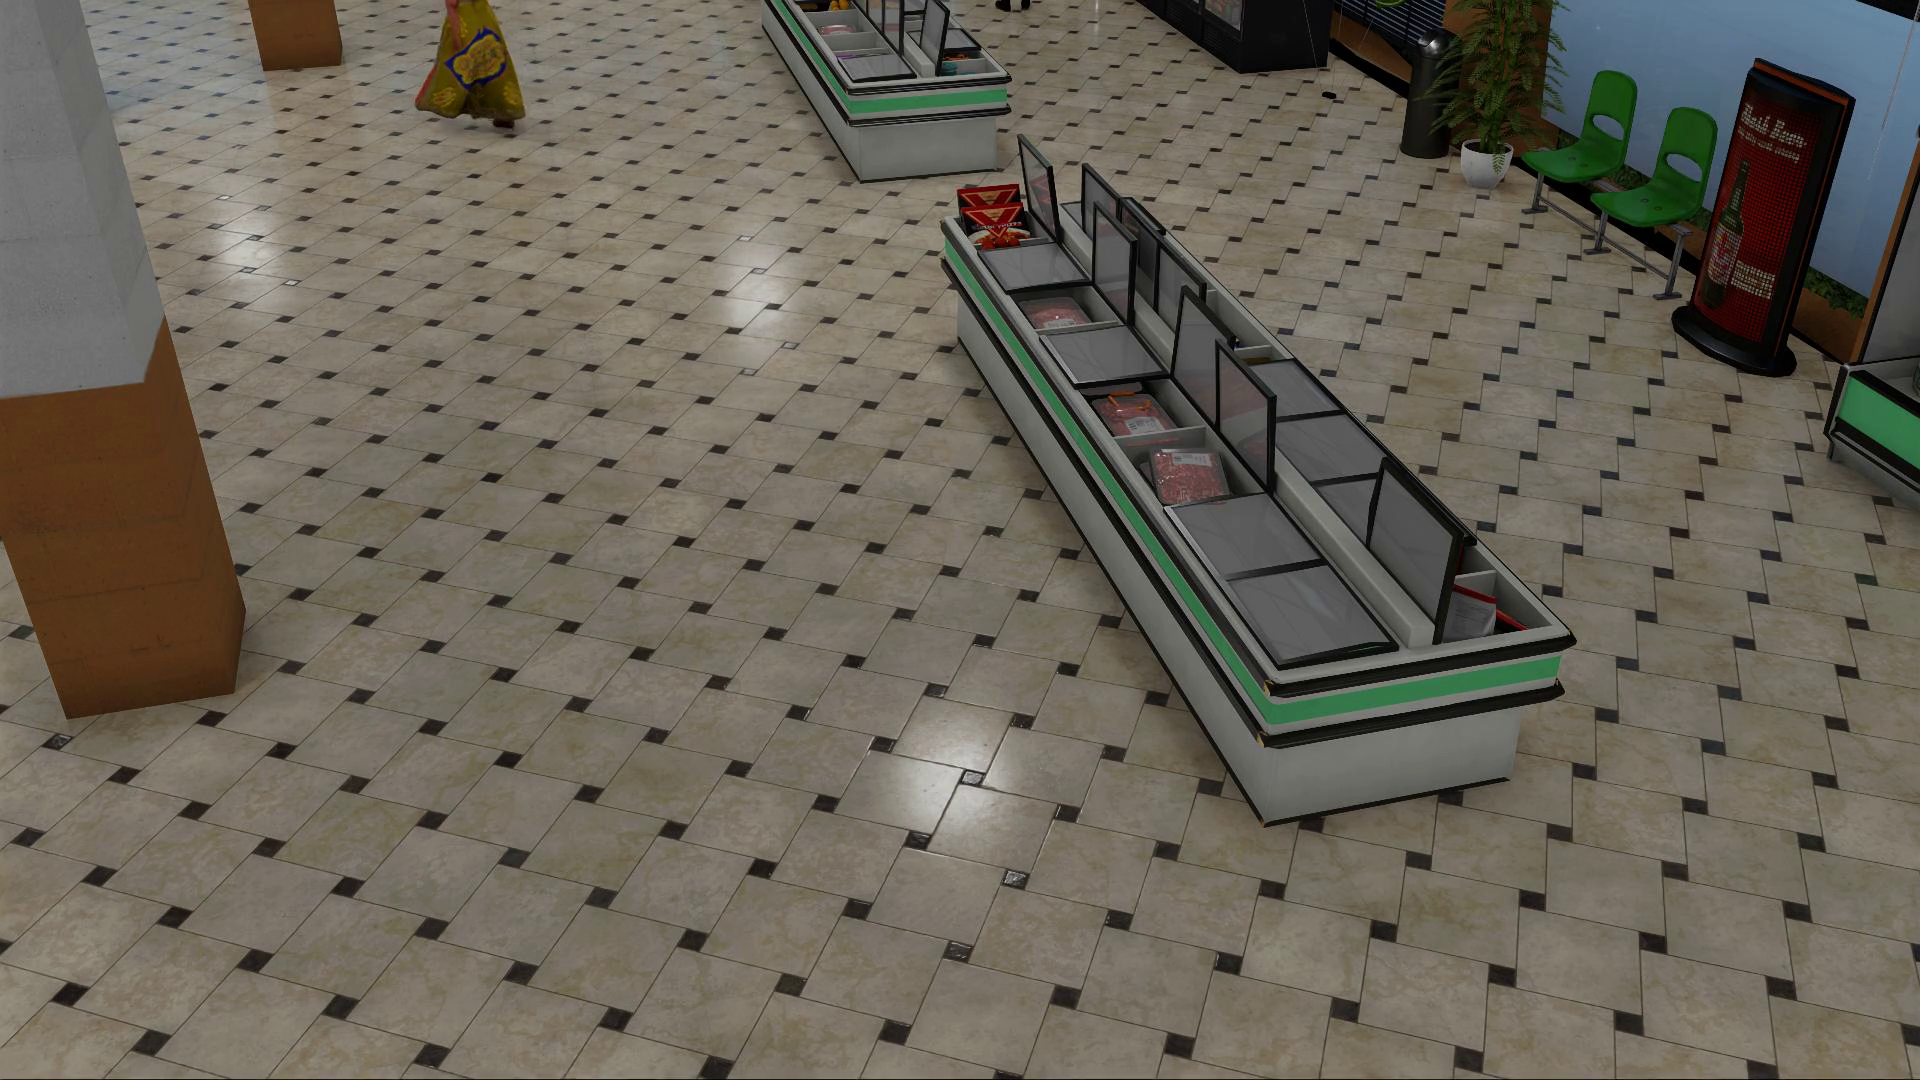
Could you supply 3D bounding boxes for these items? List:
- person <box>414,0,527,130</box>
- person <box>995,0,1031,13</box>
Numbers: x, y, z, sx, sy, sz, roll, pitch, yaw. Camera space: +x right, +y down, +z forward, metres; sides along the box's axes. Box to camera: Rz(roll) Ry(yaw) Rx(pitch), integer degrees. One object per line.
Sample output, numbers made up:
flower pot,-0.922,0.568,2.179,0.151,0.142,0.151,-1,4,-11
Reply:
person,-3.983,-4.181,13.762,1.340,1.615,1.240,19,36,27
person,0.567,-6.385,17.135,0.636,1.793,0.506,-8,33,-12
